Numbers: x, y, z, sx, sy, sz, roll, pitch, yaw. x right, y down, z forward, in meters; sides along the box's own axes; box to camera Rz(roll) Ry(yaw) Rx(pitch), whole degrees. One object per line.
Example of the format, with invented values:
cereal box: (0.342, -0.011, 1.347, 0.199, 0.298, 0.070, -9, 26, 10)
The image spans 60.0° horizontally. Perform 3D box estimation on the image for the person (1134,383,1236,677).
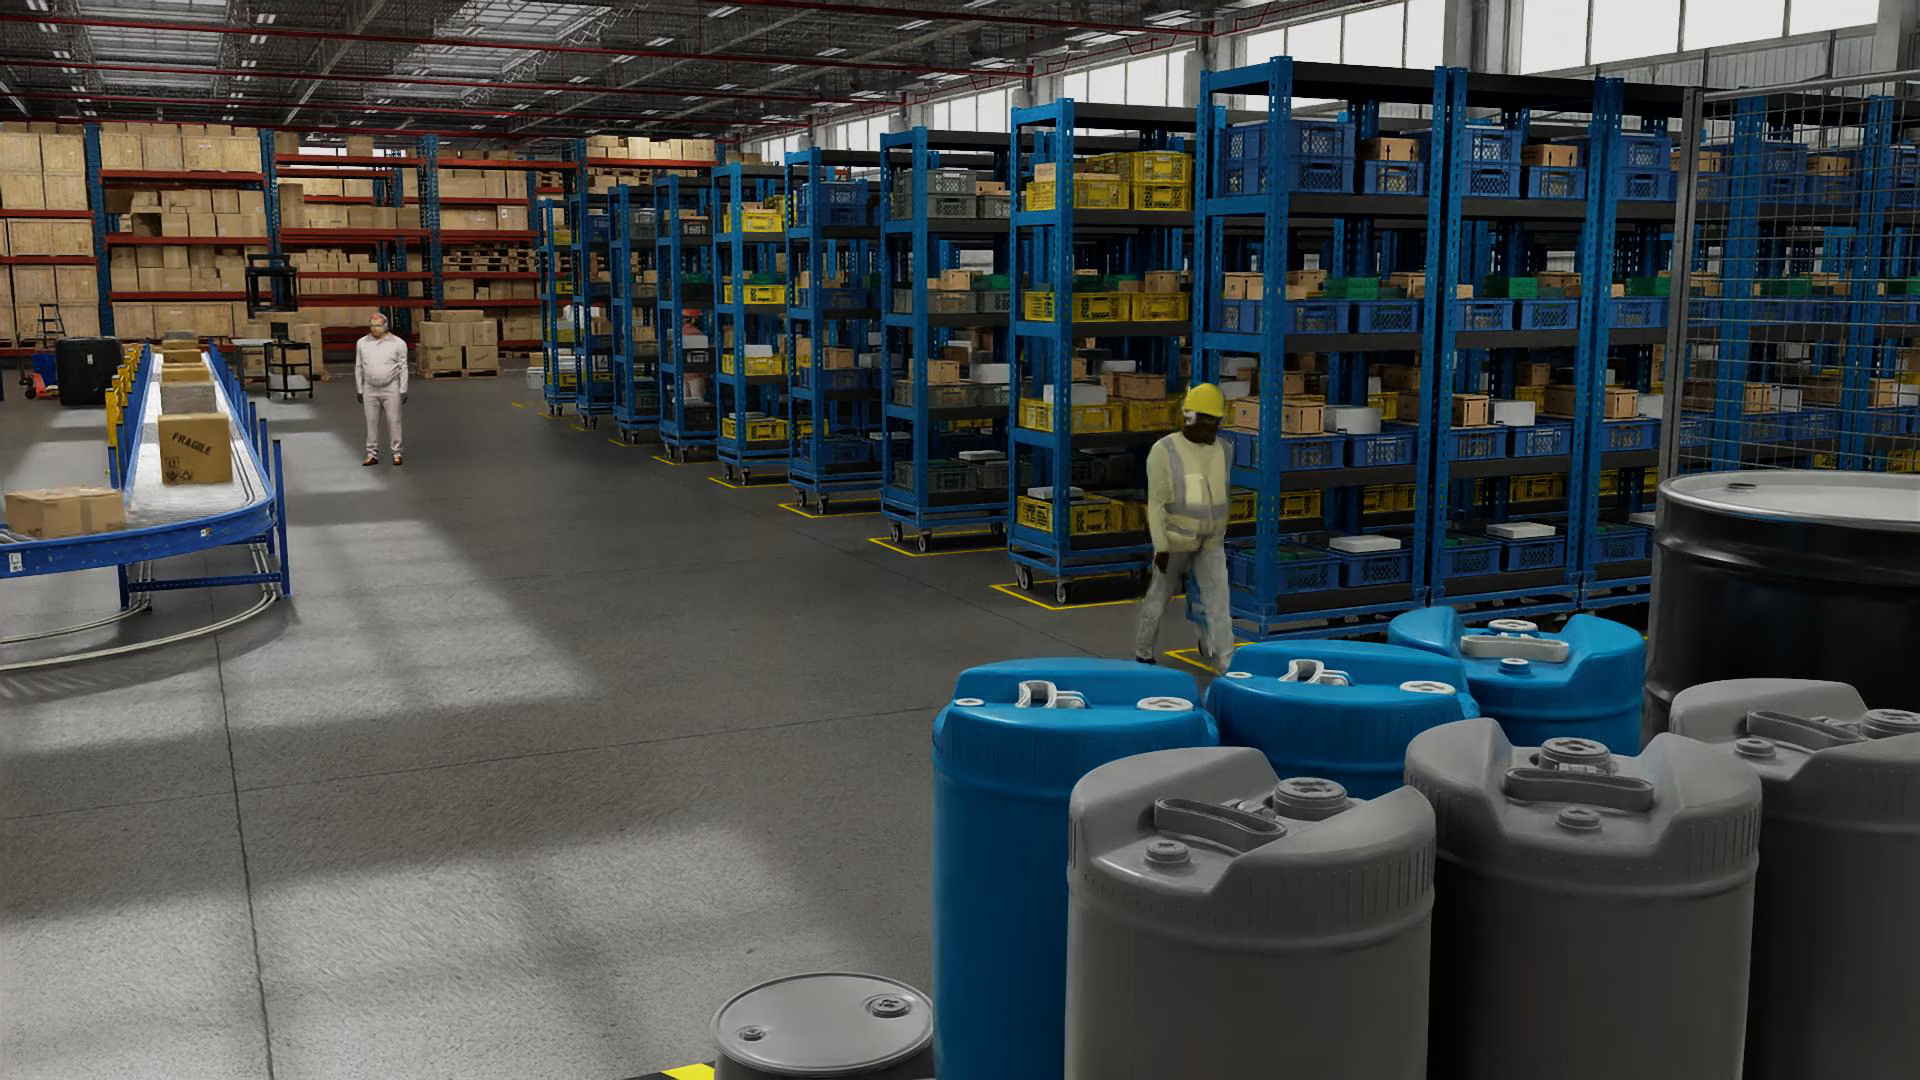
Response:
person: (1.340, -0.014, 9.612, 0.611, 1.770, 0.972, -4, 10, -23)

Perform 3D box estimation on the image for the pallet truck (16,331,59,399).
pallet truck: (-17.082, -3.353, 31.781, 1.630, 1.274, 0.653, -4, 10, -25)

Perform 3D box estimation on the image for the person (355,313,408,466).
person: (-7.205, -1.869, 20.713, 0.639, 1.903, 0.409, -1, 9, -5)

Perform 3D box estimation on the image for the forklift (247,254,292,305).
forklift: (-16.031, -5.266, 38.761, 1.129, 2.768, 1.873, -4, 10, -25)

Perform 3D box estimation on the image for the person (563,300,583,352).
person: (-9.357, -5.057, 40.391, 0.608, 1.942, 0.410, 3, 10, 20)

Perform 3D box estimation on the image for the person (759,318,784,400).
person: (-2.602, -2.112, 22.563, 0.961, 1.800, 0.582, -4, 10, -24)

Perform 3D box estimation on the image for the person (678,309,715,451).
person: (-3.612, -2.201, 22.476, 0.611, 1.996, 0.379, 7, 12, 38)
